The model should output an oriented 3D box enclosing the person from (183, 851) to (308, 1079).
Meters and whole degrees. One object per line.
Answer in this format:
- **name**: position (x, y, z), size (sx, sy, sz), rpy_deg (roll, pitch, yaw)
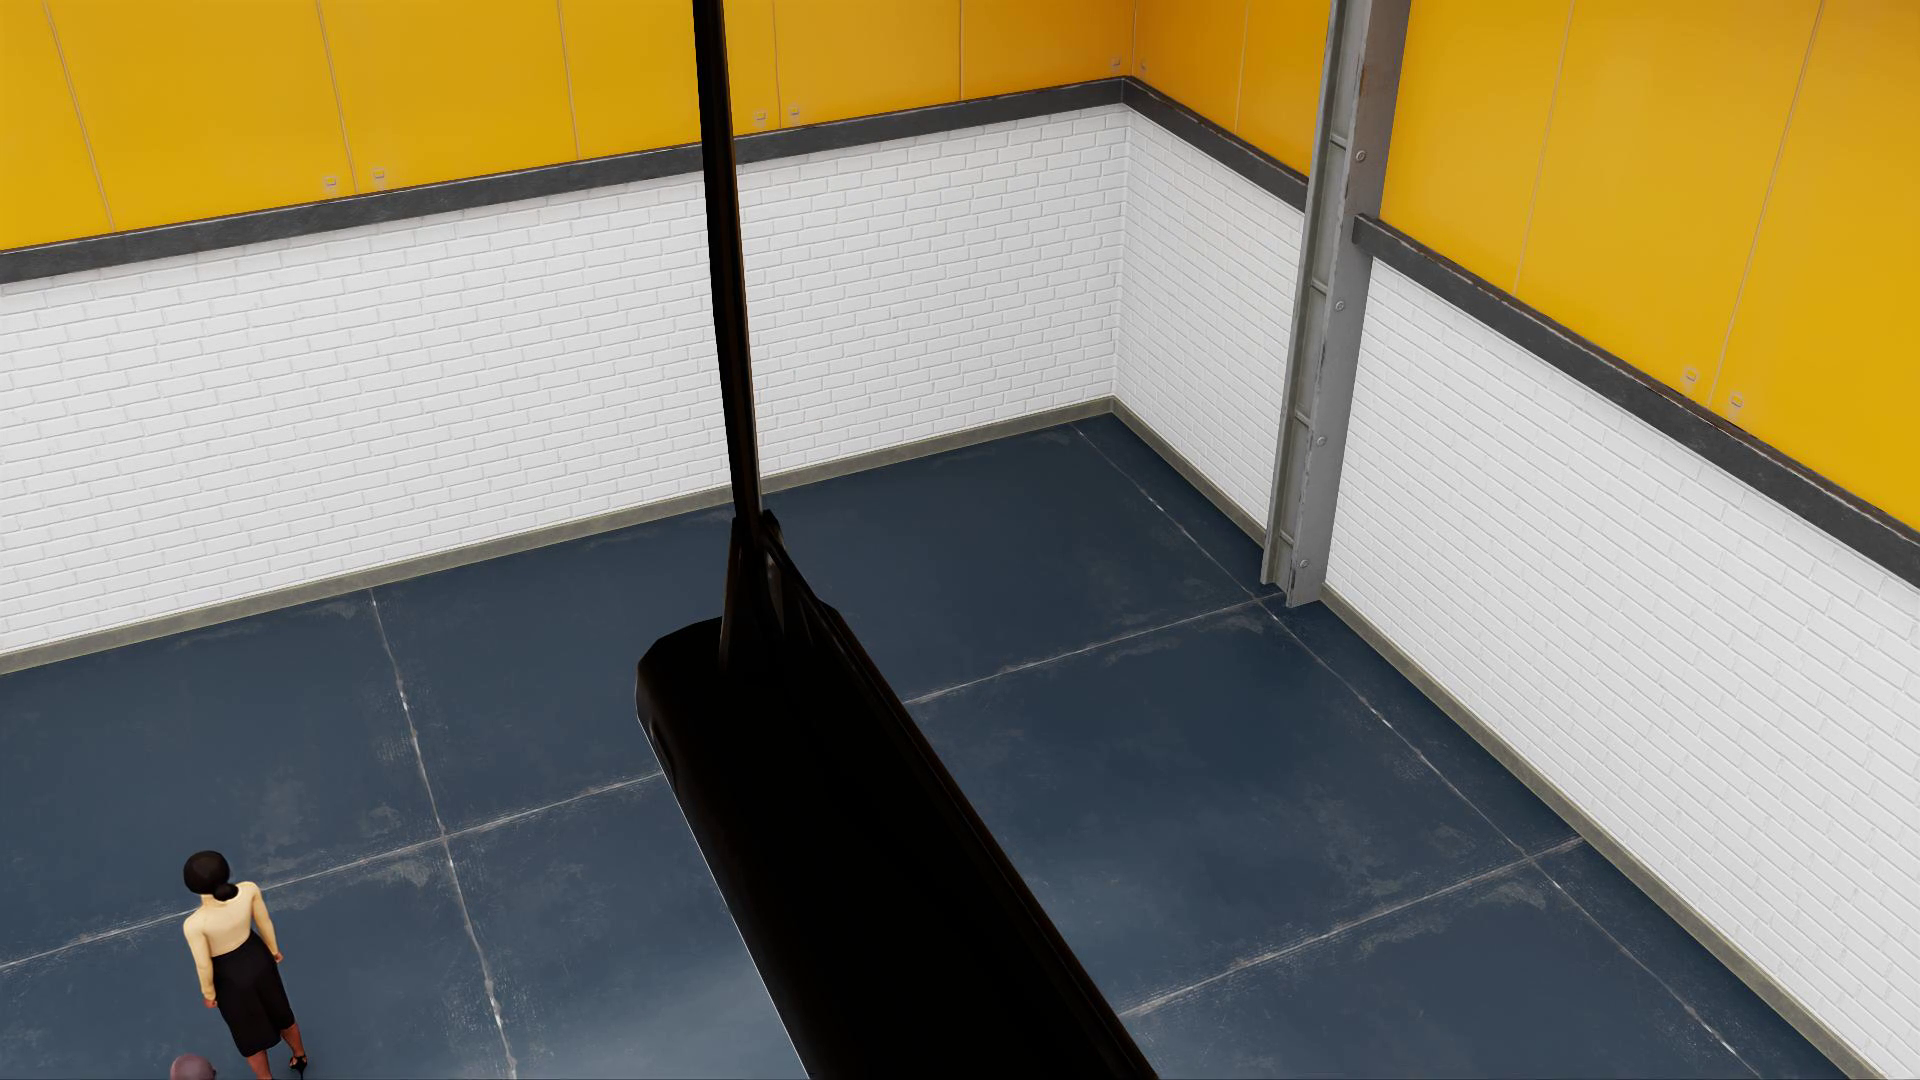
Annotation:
- **person**: position (-3.600, 2.187, 8.348), size (0.690, 1.654, 0.670), rpy_deg (22, 39, 29)
